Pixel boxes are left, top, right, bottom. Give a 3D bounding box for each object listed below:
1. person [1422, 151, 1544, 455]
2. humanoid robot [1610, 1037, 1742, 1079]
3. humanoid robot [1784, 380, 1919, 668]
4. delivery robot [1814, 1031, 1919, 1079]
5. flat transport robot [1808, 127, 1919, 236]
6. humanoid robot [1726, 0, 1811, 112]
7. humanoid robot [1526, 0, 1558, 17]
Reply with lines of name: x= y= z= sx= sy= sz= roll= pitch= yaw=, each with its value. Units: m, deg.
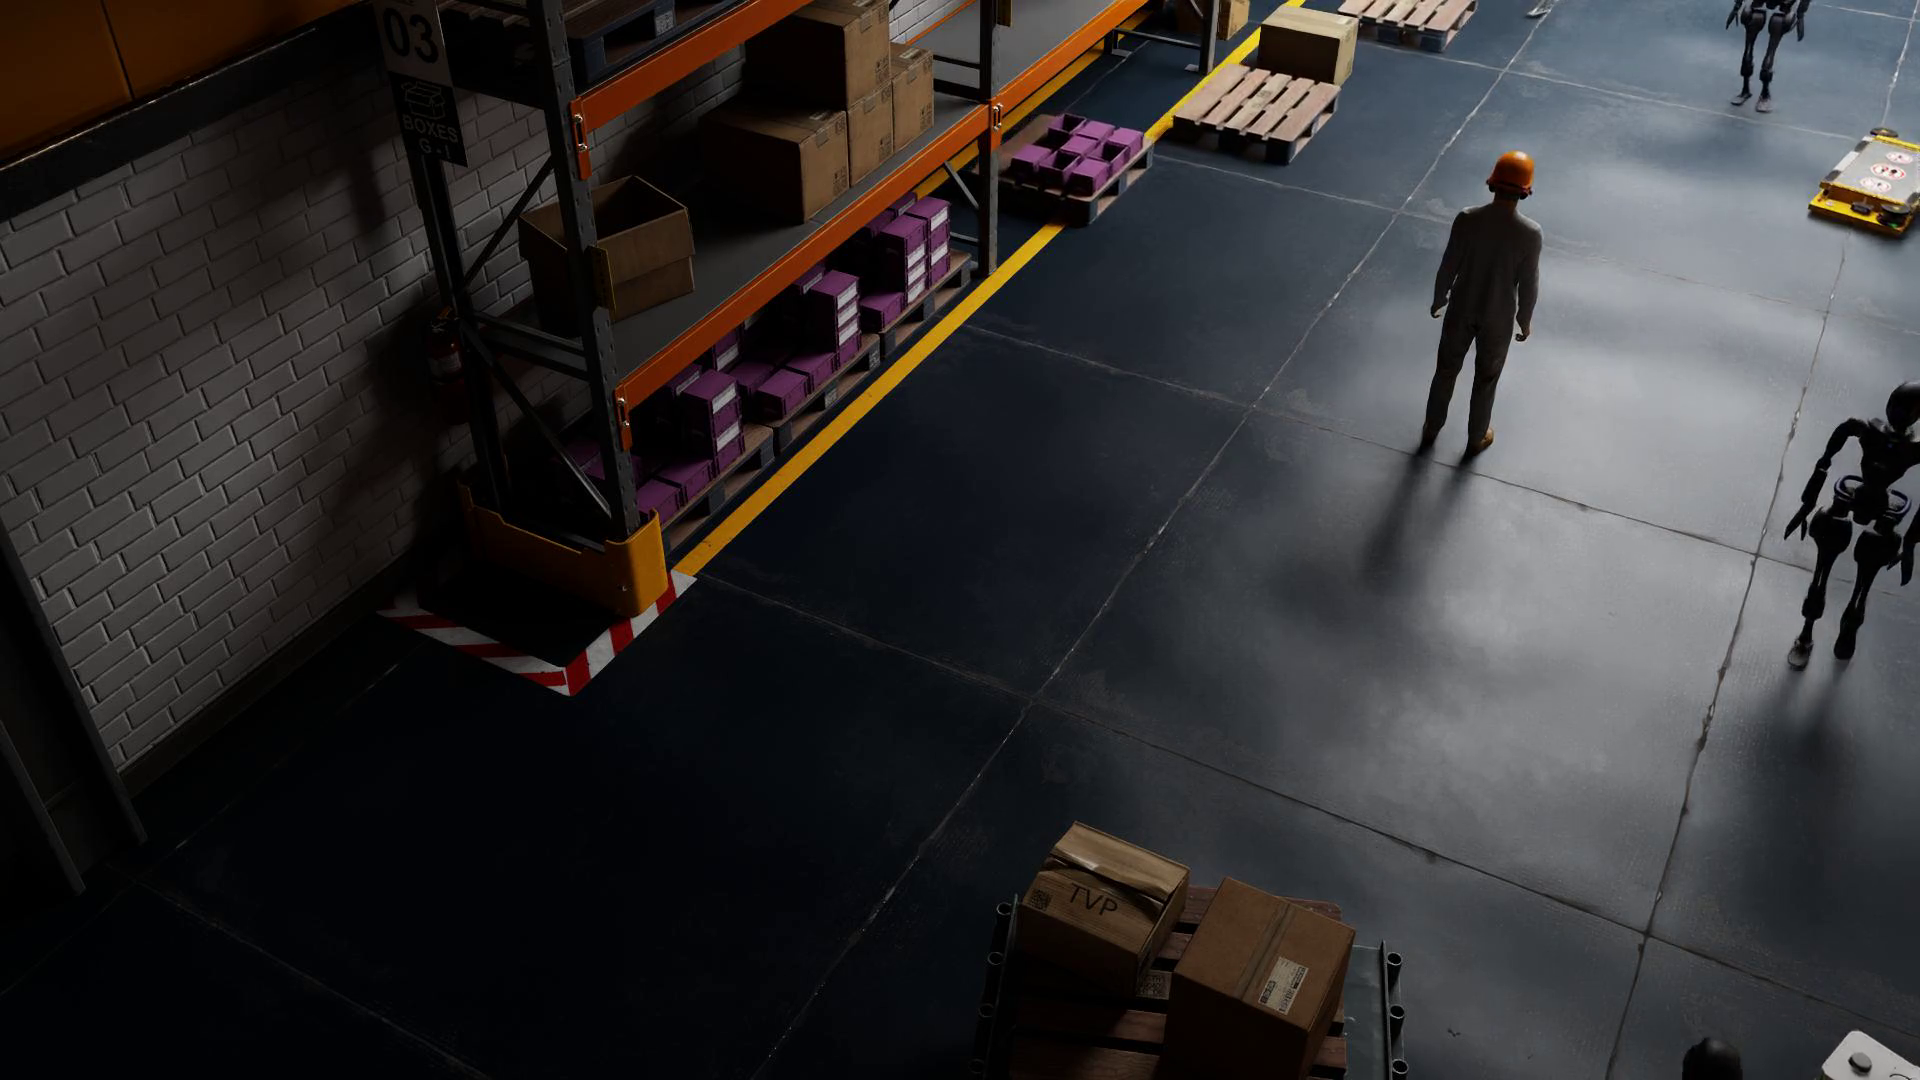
person: x=3.020 y=-1.352 z=9.610 sx=0.585 sy=1.894 sz=0.363 roll=18 pitch=42 yaw=21
humanoid robot: x=2.174 y=2.166 z=5.388 sx=0.600 sy=1.643 sz=0.314 roll=16 pitch=41 yaw=19
humanoid robot: x=4.442 y=-0.077 z=8.195 sx=0.611 sy=1.639 sz=0.402 roll=27 pitch=46 yaw=30
delivery robot: x=3.580 y=2.225 z=6.213 sx=0.499 sy=0.599 sz=0.797 roll=-29 pitch=47 yaw=-31
flat transport robot: x=7.034 y=-2.732 z=12.635 sx=0.659 sy=0.231 sz=1.431 roll=28 pitch=46 yaw=30
humanoid robot: x=6.569 y=-4.299 z=13.472 sx=0.610 sy=1.630 sz=0.416 roll=23 pitch=44 yaw=26
humanoid robot: x=5.466 y=-5.573 z=15.098 sx=0.809 sy=1.883 sz=0.544 roll=-23 pitch=44 yaw=-26
